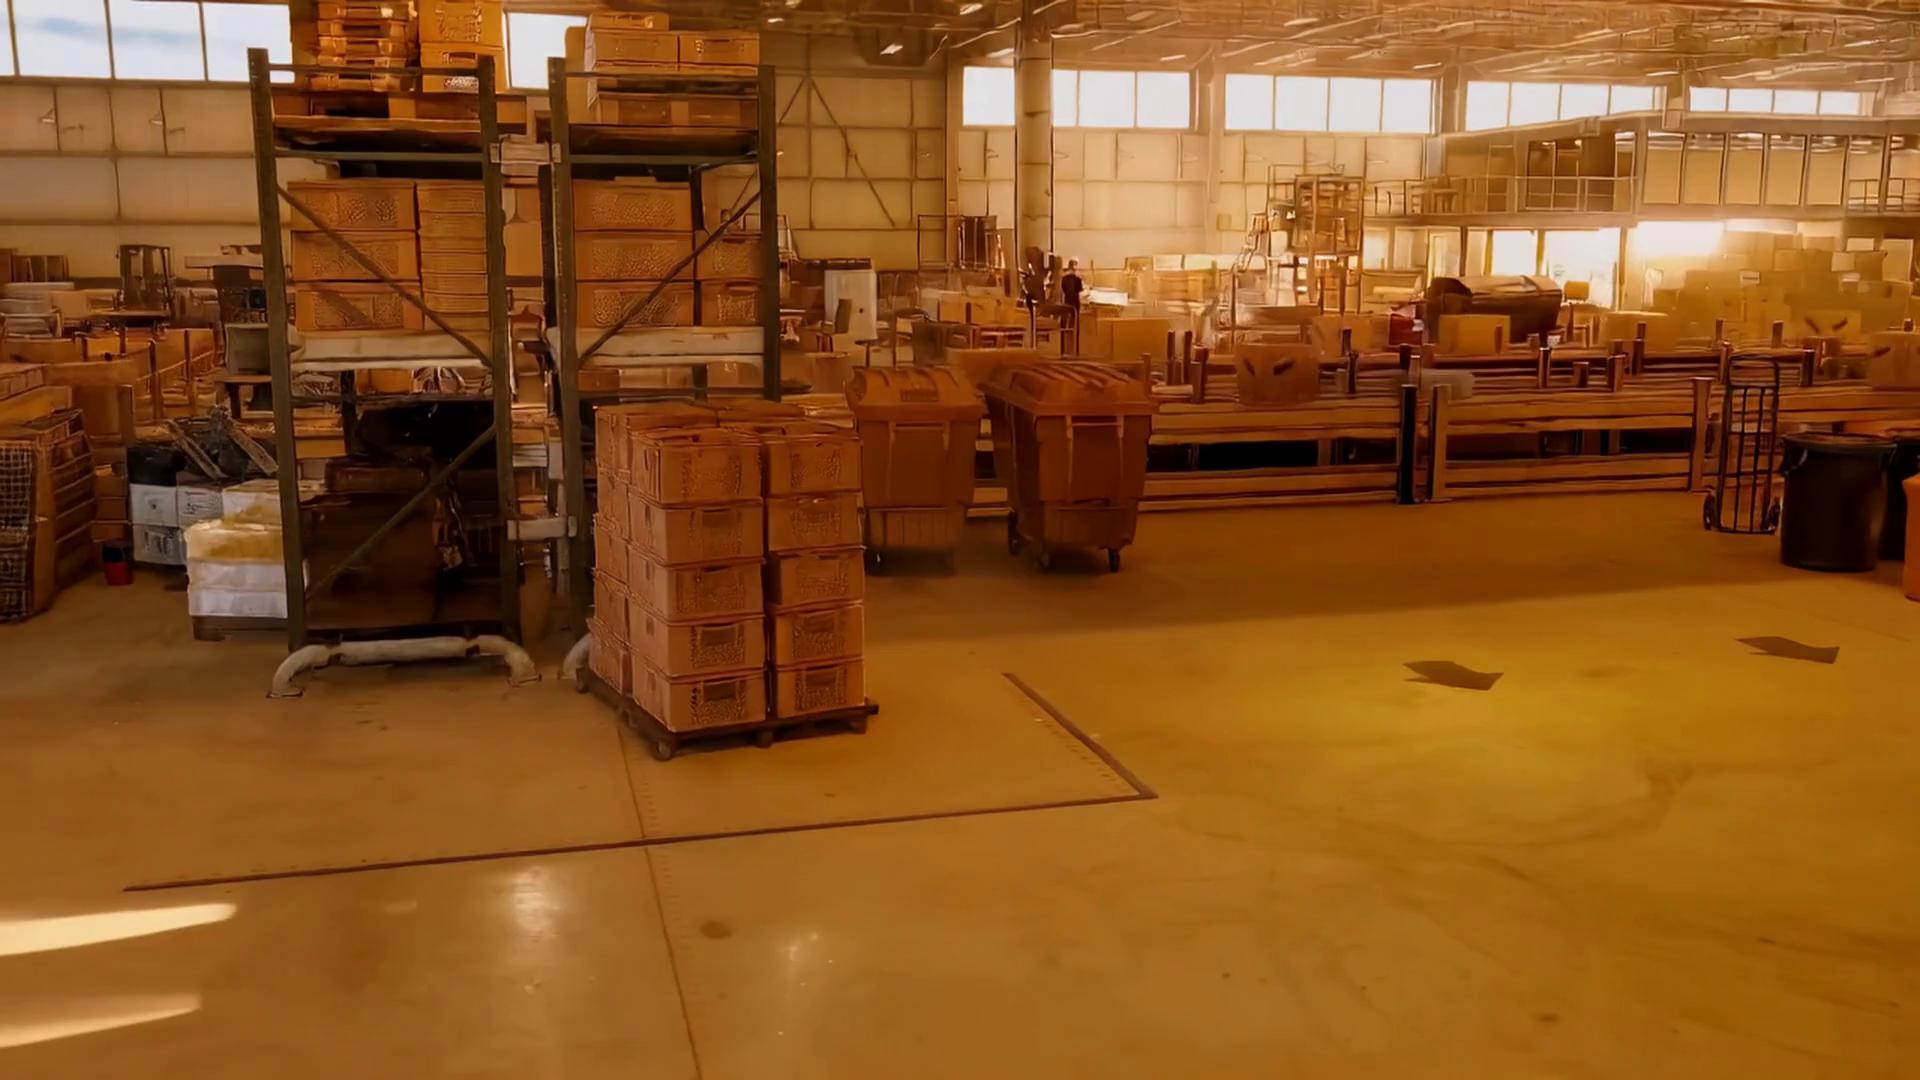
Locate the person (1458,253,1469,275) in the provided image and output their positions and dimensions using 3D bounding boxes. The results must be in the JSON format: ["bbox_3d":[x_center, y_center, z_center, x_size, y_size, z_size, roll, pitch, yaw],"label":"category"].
[{"bbox_3d":[17.396,-8.977,57.484,0.366,1.926,0.594,6,12,33],"label":"person"}]

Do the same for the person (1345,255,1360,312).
[{"bbox_3d":[12.859,-8.402,54.410,0.575,1.890,0.439,8,13,38],"label":"person"}]

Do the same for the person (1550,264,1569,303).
[{"bbox_3d":[12.981,-5.114,36.125,0.533,1.751,0.687,0,10,-2],"label":"person"}]

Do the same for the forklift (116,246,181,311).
[{"bbox_3d":[-19.966,-6.232,40.894,1.157,1.987,2.680,-3,10,-15],"label":"forklift"}]

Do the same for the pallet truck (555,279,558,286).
[{"bbox_3d":[-10.604,-6.375,44.520,0.653,1.274,1.630,-3,10,-15],"label":"pallet truck"}]

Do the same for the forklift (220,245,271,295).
[{"bbox_3d":[-17.749,-6.334,41.440,1.157,1.987,2.680,-3,10,-17],"label":"forklift"}]

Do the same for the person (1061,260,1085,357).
[{"bbox_3d":[2.172,-4.441,31.965,0.311,1.869,0.532,-9,14,-42],"label":"person"}]
